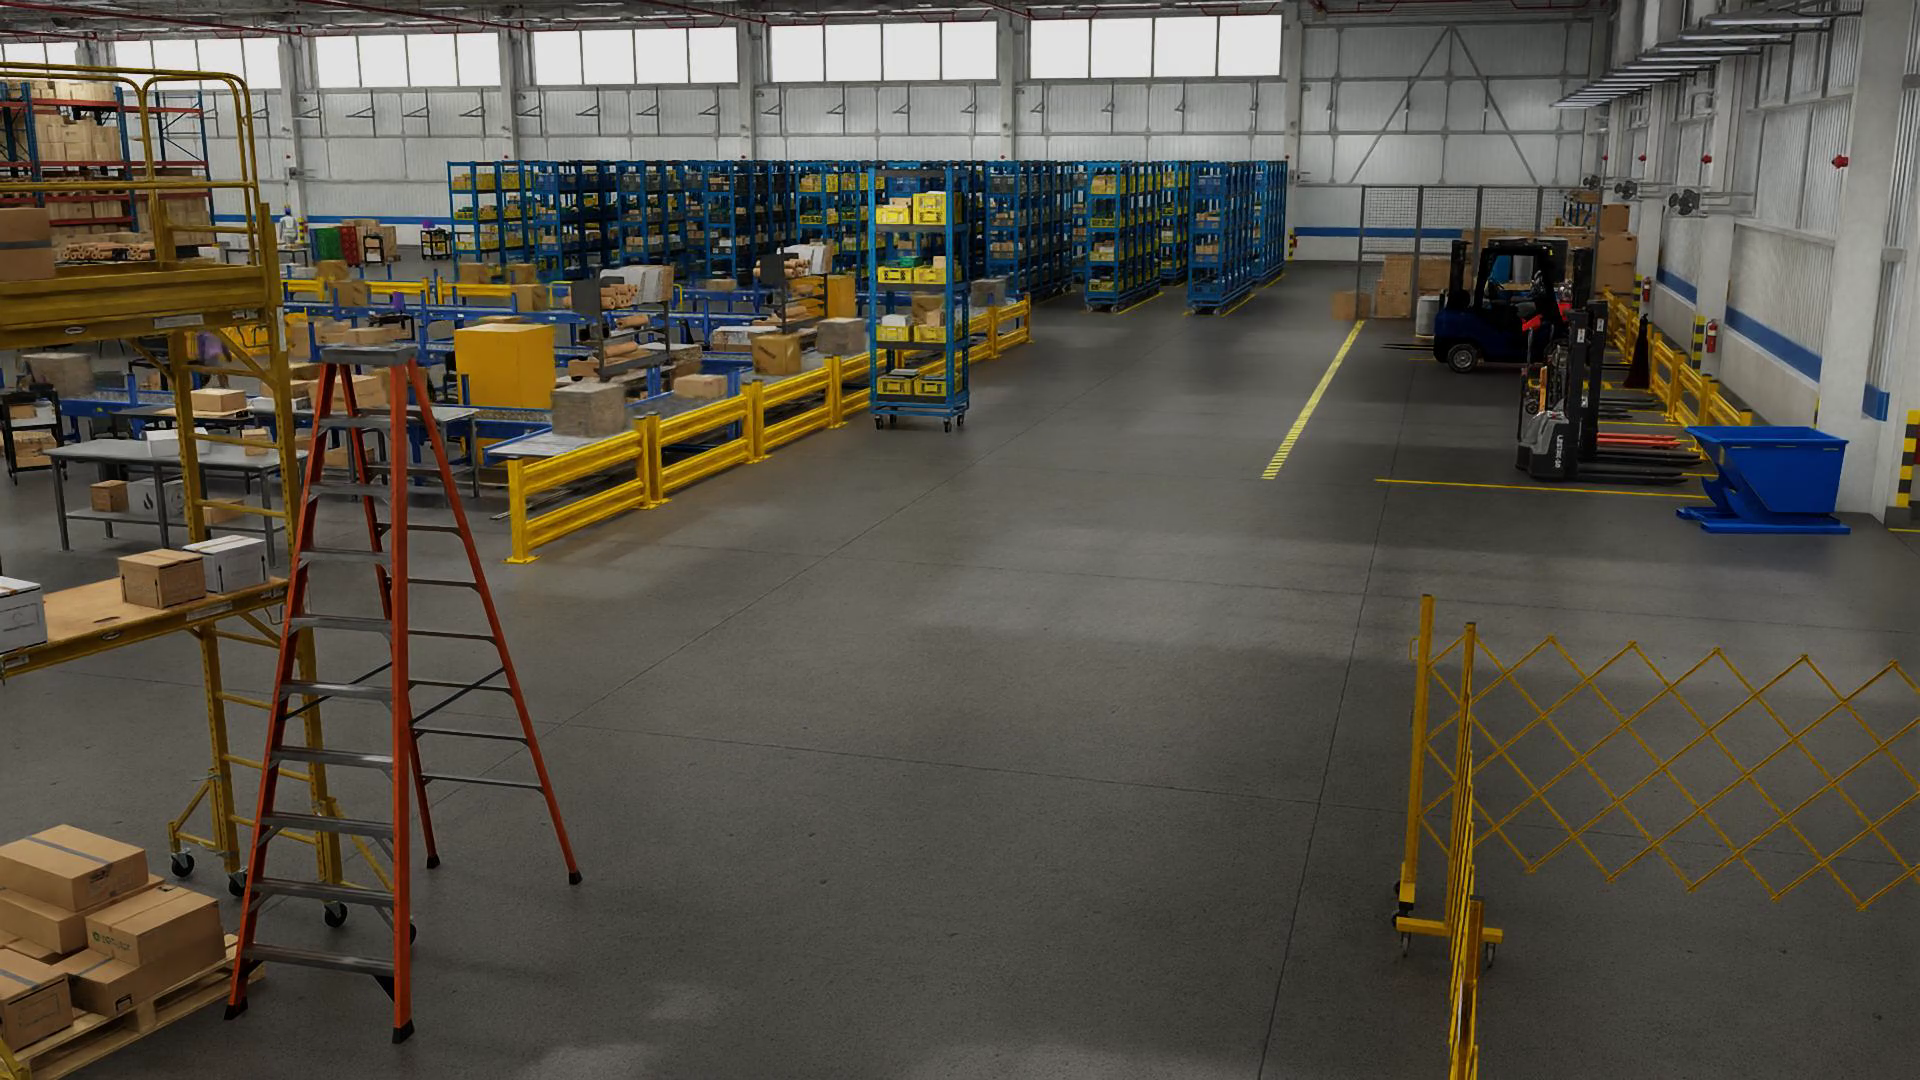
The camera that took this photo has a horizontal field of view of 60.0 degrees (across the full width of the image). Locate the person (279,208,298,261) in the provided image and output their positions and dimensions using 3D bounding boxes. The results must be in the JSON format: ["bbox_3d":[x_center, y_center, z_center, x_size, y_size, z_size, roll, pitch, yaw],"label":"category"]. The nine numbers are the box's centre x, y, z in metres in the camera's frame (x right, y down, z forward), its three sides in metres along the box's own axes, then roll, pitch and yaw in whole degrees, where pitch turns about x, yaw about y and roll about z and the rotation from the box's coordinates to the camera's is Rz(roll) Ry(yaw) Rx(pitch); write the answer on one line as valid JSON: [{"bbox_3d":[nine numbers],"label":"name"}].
[{"bbox_3d":[-24.167,-11.007,59.930,0.608,1.920,0.865,-9,16,-34],"label":"person"}]

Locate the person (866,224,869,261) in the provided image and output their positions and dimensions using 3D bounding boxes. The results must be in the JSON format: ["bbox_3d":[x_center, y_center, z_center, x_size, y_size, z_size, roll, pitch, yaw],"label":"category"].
[{"bbox_3d":[-2.718,-8.714,50.249,0.864,1.810,0.563,5,14,20],"label":"person"}]

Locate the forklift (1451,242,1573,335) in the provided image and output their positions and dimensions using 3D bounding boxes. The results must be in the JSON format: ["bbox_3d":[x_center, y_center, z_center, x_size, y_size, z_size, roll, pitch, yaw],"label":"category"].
[{"bbox_3d":[10.464,-4.597,31.405,2.680,1.987,1.157,4,14,16],"label":"forklift"}]

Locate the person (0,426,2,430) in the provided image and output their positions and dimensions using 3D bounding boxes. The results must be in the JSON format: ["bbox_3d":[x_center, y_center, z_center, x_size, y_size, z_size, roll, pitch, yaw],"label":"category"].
[{"bbox_3d":[-13.468,-2.319,22.513,0.648,1.863,0.958,4,14,16],"label":"person"}]

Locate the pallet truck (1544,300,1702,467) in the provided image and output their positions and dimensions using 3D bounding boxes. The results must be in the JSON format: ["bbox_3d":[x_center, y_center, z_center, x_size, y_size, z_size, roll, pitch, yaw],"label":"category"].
[{"bbox_3d":[8.263,-1.952,20.631,1.885,1.965,0.823,5,14,20],"label":"pallet truck"}]

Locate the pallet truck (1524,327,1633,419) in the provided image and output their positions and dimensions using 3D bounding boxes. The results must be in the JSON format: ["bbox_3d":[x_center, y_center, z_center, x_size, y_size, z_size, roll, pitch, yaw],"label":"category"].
[{"bbox_3d":[9.065,-2.460,24.370,1.522,1.261,0.704,3,13,14],"label":"pallet truck"}]

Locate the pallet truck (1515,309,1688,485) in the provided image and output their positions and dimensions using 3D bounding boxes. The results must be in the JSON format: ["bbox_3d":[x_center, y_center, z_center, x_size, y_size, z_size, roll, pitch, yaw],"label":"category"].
[{"bbox_3d":[7.554,-1.677,19.446,1.885,1.965,0.823,3,13,14],"label":"pallet truck"}]

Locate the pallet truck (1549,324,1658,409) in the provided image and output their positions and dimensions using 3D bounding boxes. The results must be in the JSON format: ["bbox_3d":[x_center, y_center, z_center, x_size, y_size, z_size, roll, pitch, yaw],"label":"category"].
[{"bbox_3d":[9.824,-2.669,25.407,1.601,1.201,0.680,4,14,16],"label":"pallet truck"}]

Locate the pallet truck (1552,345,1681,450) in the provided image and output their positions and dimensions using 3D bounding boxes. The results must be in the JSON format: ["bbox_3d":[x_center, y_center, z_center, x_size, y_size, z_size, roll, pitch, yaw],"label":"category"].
[{"bbox_3d":[8.641,-1.896,21.908,1.630,1.274,0.653,4,14,16],"label":"pallet truck"}]

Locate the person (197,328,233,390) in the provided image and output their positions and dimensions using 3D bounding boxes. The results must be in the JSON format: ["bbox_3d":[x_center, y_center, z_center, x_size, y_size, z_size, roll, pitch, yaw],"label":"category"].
[{"bbox_3d":[-10.640,-2.687,23.795,1.022,1.995,0.636,-3,13,-13],"label":"person"}]

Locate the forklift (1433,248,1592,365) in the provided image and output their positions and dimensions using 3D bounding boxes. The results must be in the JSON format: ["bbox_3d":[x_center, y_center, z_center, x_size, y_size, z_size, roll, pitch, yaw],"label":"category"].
[{"bbox_3d":[9.780,-4.111,29.280,2.680,1.987,1.157,3,13,14],"label":"forklift"}]

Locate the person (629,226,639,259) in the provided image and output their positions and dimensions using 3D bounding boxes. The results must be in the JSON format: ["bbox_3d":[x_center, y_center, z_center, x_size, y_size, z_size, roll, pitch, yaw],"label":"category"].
[{"bbox_3d":[-9.943,-8.837,50.483,1.003,1.954,0.628,-1,13,-3],"label":"person"}]

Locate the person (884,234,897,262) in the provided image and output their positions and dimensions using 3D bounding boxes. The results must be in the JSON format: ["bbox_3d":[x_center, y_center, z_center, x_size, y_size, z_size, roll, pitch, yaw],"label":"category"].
[{"bbox_3d":[-2.034,-8.618,49.895,0.933,1.789,0.608,5,14,21],"label":"person"}]
